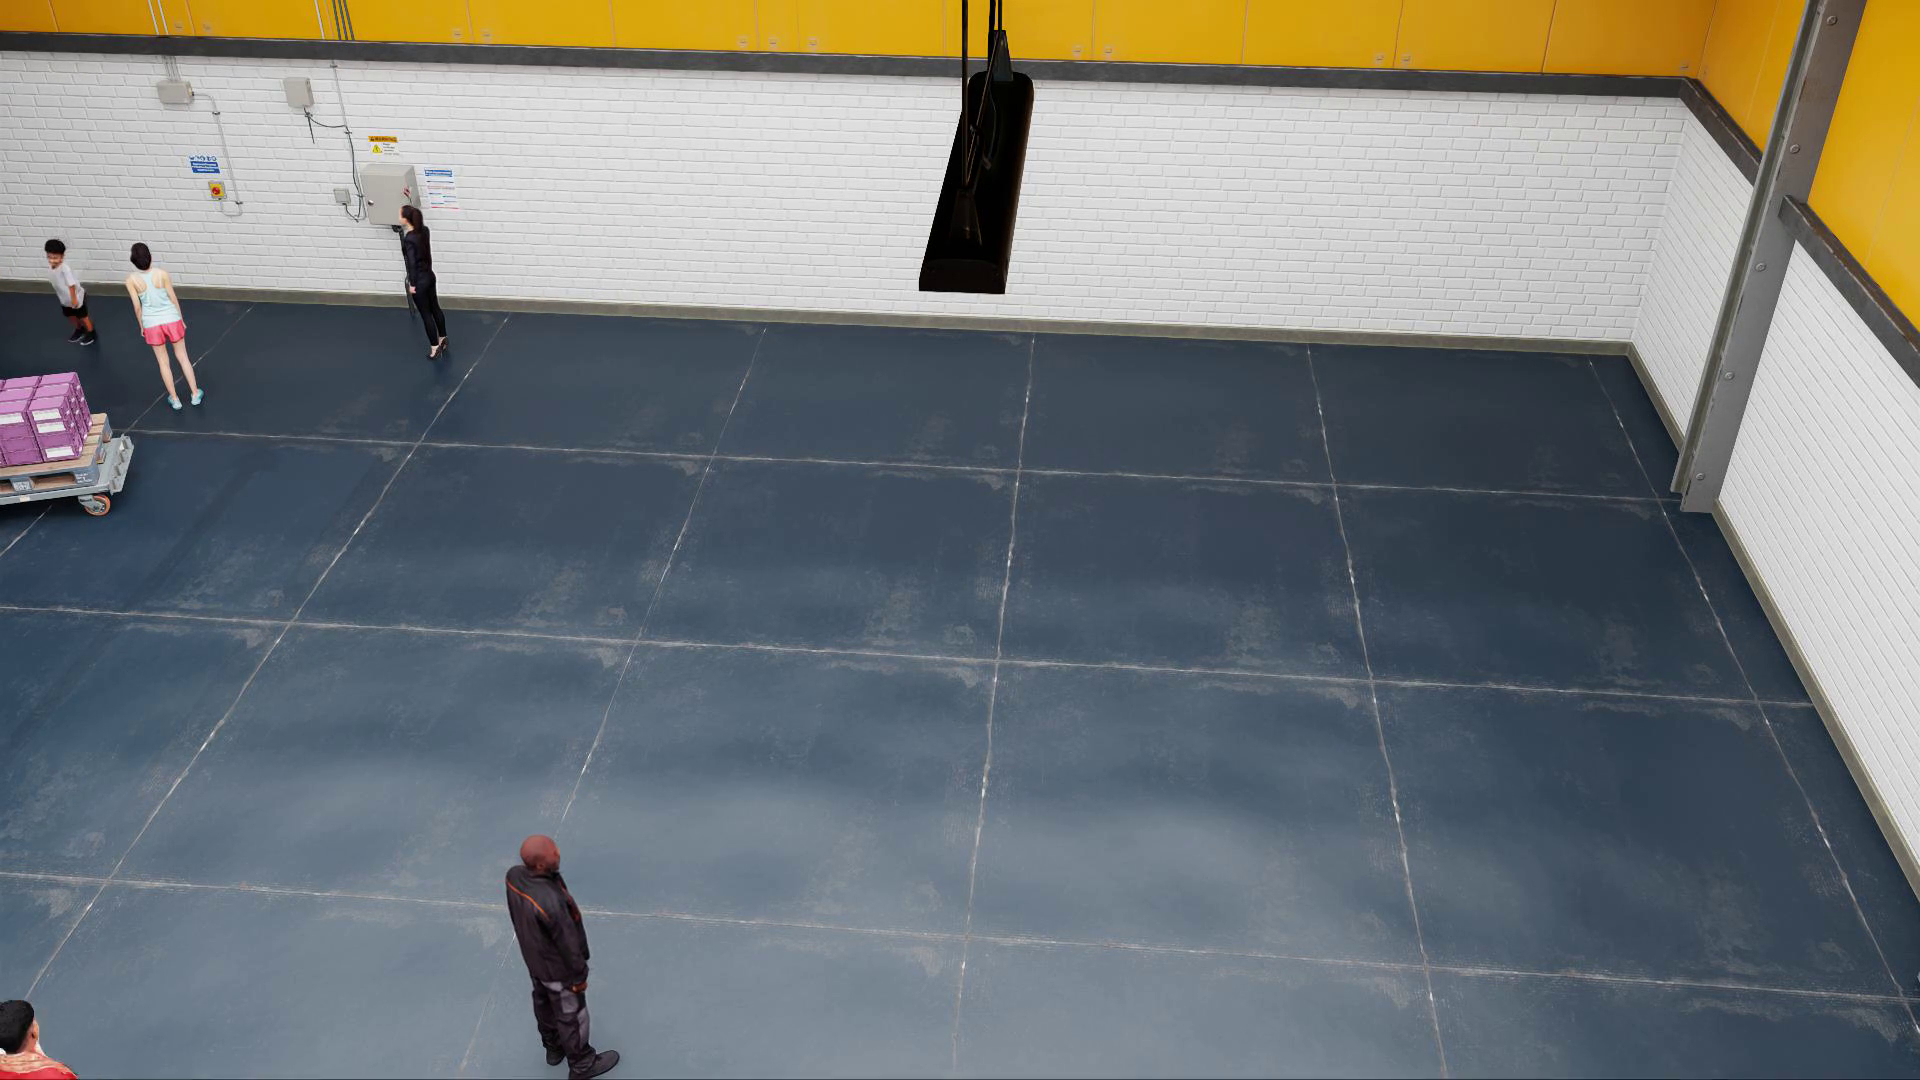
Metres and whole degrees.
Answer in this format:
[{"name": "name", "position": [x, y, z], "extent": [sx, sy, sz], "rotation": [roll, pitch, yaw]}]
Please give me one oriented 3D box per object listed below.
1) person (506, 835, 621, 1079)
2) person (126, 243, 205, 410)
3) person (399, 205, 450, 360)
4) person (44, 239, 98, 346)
[{"name": "person", "position": [-2.388, 2.434, 9.706], "extent": [0.784, 1.820, 0.806], "rotation": [26, 42, 33]}, {"name": "person", "position": [-7.989, -2.156, 16.655], "extent": [0.690, 1.771, 0.730], "rotation": [-16, 37, -22]}, {"name": "person", "position": [-5.680, -2.733, 17.577], "extent": [0.671, 1.711, 0.460], "rotation": [7, 34, 11]}, {"name": "person", "position": [-9.583, -2.690, 17.941], "extent": [0.585, 1.237, 0.624], "rotation": [24, 40, 31]}]
